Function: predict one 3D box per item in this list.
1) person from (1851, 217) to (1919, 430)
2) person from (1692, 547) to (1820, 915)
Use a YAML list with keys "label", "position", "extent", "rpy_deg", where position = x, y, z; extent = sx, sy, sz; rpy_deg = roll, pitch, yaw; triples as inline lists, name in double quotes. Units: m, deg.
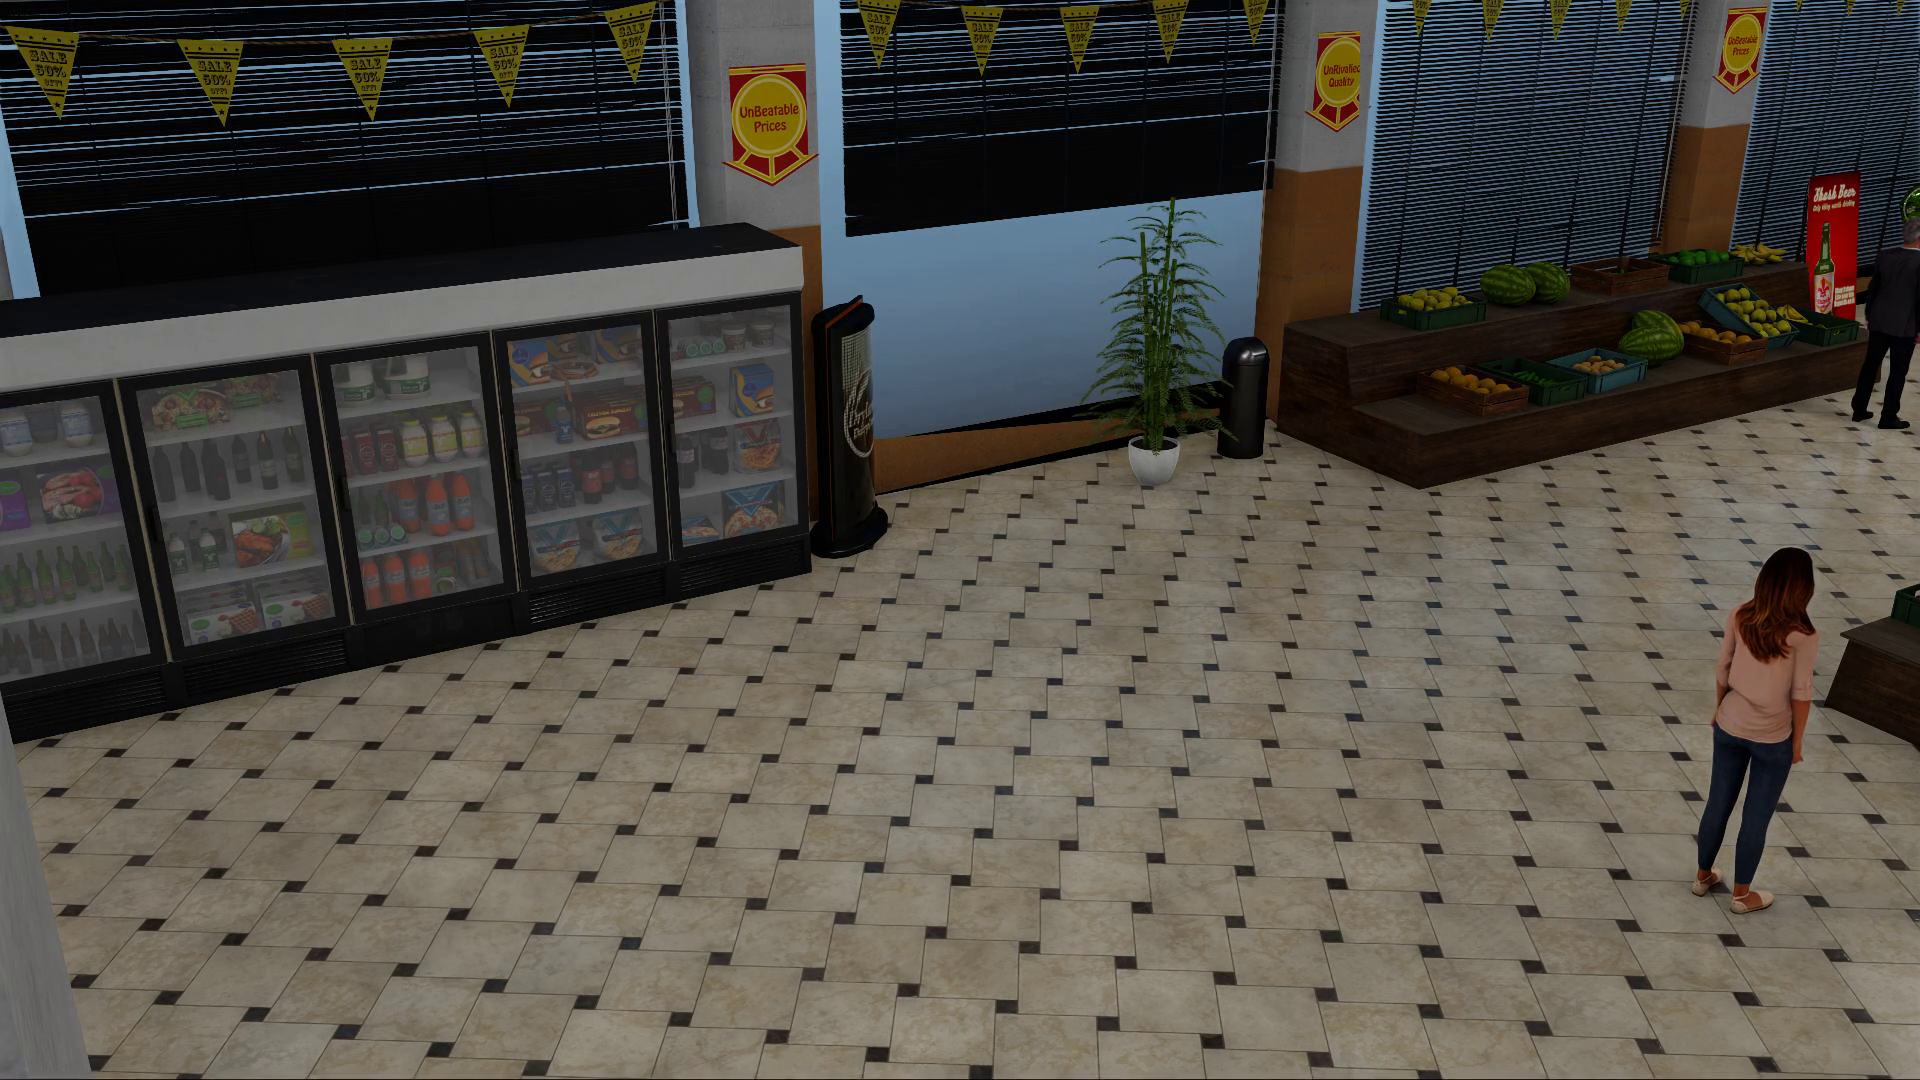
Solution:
- label: "person"
  position: [8.123, -1.894, 14.431]
  extent: [0.573, 1.841, 0.720]
  rpy_deg: [-11, 25, -26]
- label: "person"
  position: [3.637, 0.871, 7.614]
  extent: [0.548, 1.792, 0.607]
  rpy_deg: [-15, 26, -33]
